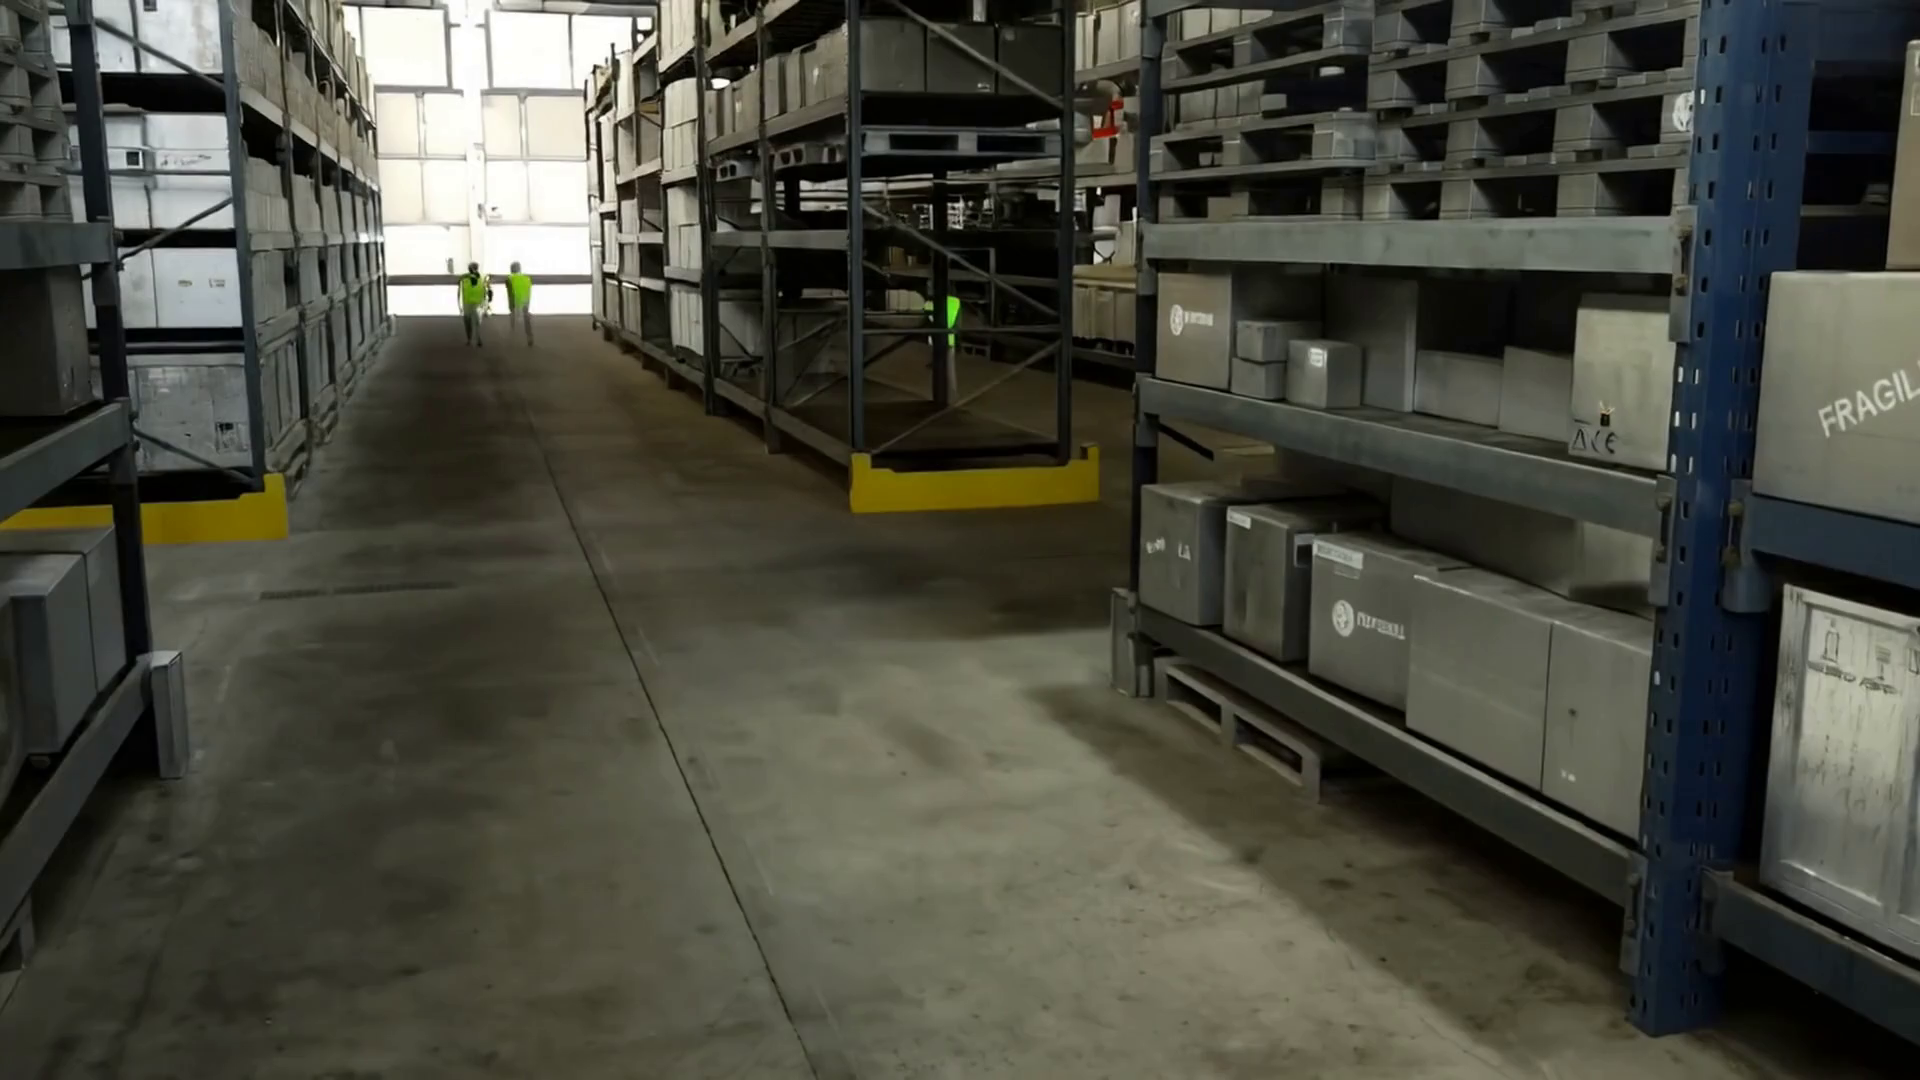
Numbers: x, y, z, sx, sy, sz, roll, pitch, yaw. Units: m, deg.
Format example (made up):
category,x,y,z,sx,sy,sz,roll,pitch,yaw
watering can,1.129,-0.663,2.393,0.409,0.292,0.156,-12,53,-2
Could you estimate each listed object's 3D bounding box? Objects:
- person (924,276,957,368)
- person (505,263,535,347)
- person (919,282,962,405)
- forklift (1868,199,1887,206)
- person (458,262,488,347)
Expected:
category,x,y,z,sx,sy,sz,roll,pitch,yaw
person,-0.375,-4.026,29.812,0.641,1.908,0.407,6,12,29
person,-9.435,-5.006,35.490,0.939,1.789,0.651,9,13,39
person,-0.245,-2.512,21.685,0.568,1.840,0.374,-3,11,-15
forklift,11.338,-2.915,21.052,1.129,2.768,1.873,-3,11,-17
person,-10.420,-5.040,35.618,0.611,1.812,0.494,-3,11,-18
